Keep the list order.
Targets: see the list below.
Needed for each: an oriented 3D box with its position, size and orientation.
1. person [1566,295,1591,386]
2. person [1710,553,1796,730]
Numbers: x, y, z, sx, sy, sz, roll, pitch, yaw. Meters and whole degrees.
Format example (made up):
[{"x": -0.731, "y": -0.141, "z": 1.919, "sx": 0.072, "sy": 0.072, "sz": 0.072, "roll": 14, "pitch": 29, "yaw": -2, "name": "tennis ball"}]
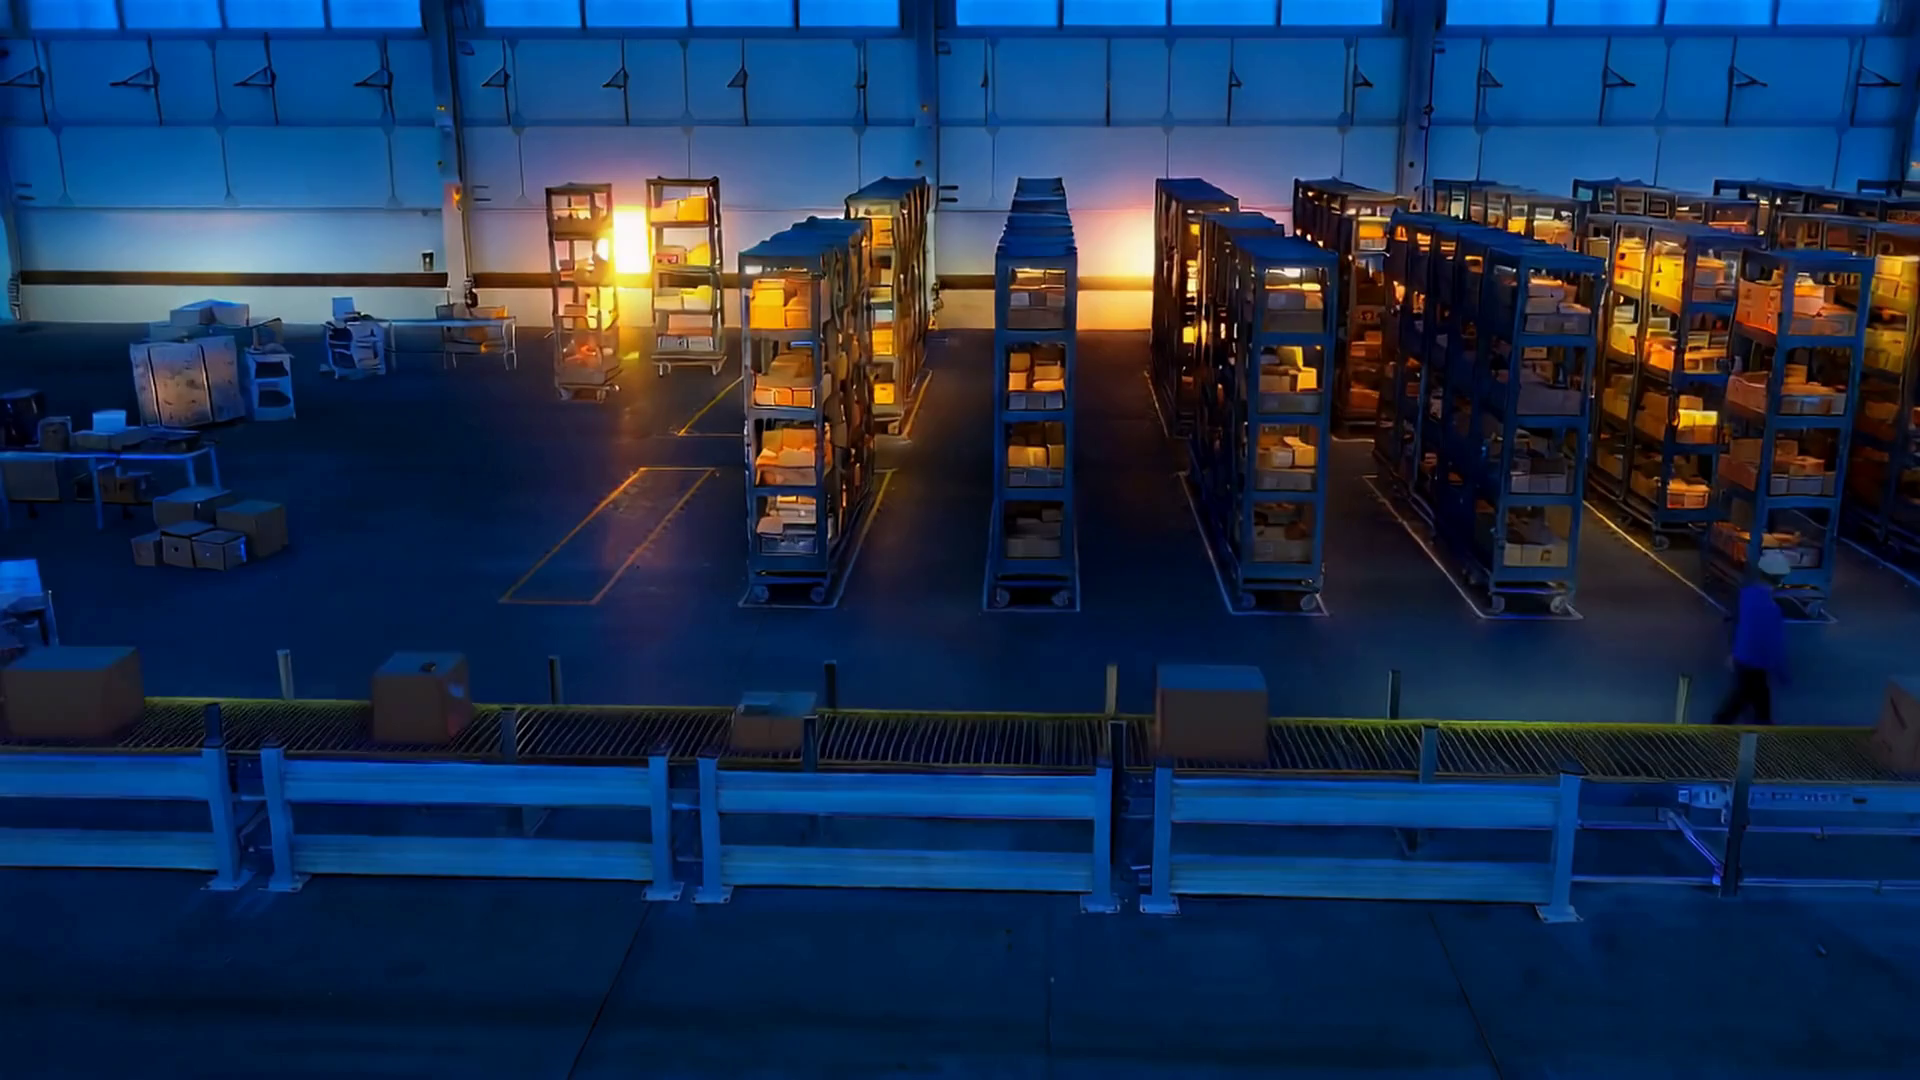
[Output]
[{"x": 10.084, "y": -3.024, "z": 27.058, "sx": 0.555, "sy": 1.962, "sz": 0.683, "roll": 13, "pitch": 20, "yaw": 39, "name": "person"}, {"x": 6.148, "y": 0.943, "z": 12.776, "sx": 0.899, "sy": 1.719, "sz": 0.539, "roll": 1, "pitch": 15, "yaw": 2, "name": "person"}]
